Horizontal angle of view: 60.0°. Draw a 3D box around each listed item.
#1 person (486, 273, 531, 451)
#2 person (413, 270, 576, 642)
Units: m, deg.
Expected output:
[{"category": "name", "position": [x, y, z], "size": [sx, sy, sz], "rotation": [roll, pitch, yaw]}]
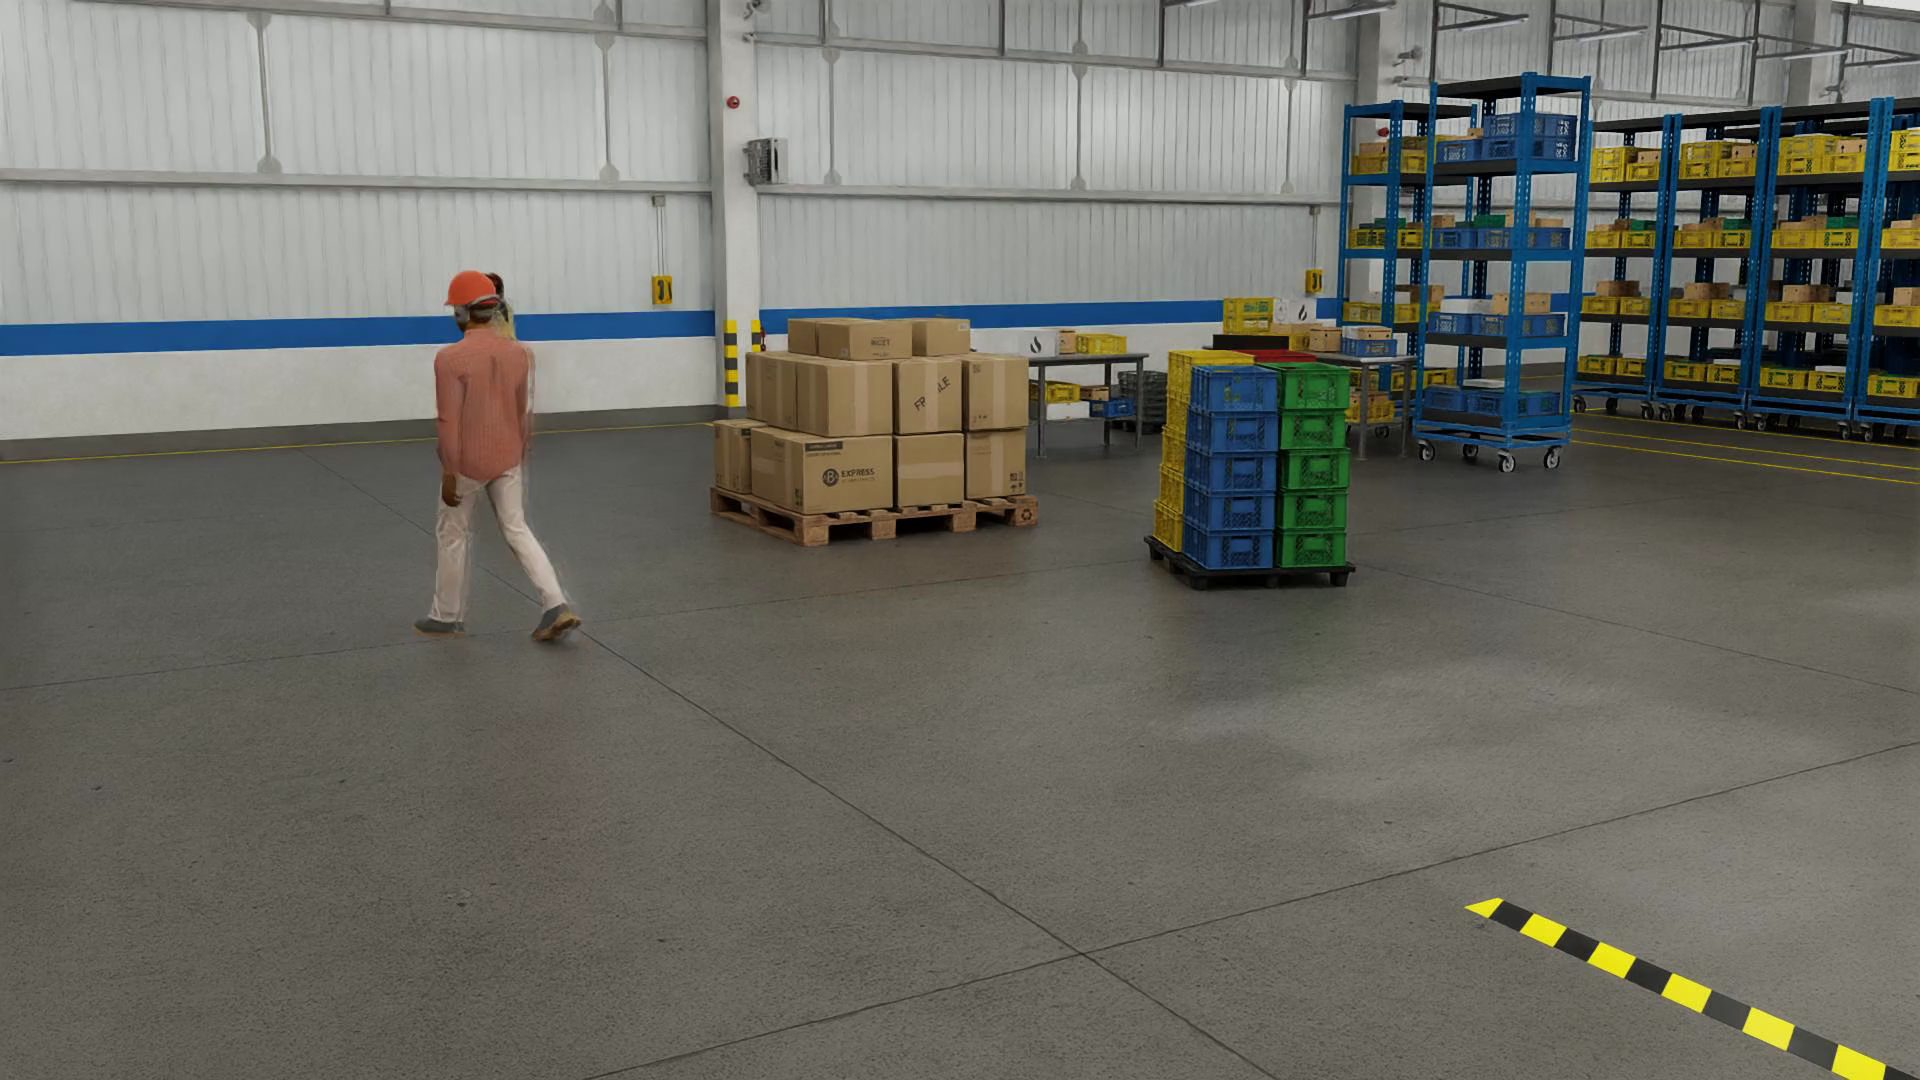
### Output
[{"category": "person", "position": [-4.657, -1.770, 16.738], "size": [0.434, 1.828, 0.646], "rotation": [3, 10, 15]}, {"category": "person", "position": [-2.461, -0.423, 8.685], "size": [0.961, 1.961, 0.628], "rotation": [7, 12, 33]}]
